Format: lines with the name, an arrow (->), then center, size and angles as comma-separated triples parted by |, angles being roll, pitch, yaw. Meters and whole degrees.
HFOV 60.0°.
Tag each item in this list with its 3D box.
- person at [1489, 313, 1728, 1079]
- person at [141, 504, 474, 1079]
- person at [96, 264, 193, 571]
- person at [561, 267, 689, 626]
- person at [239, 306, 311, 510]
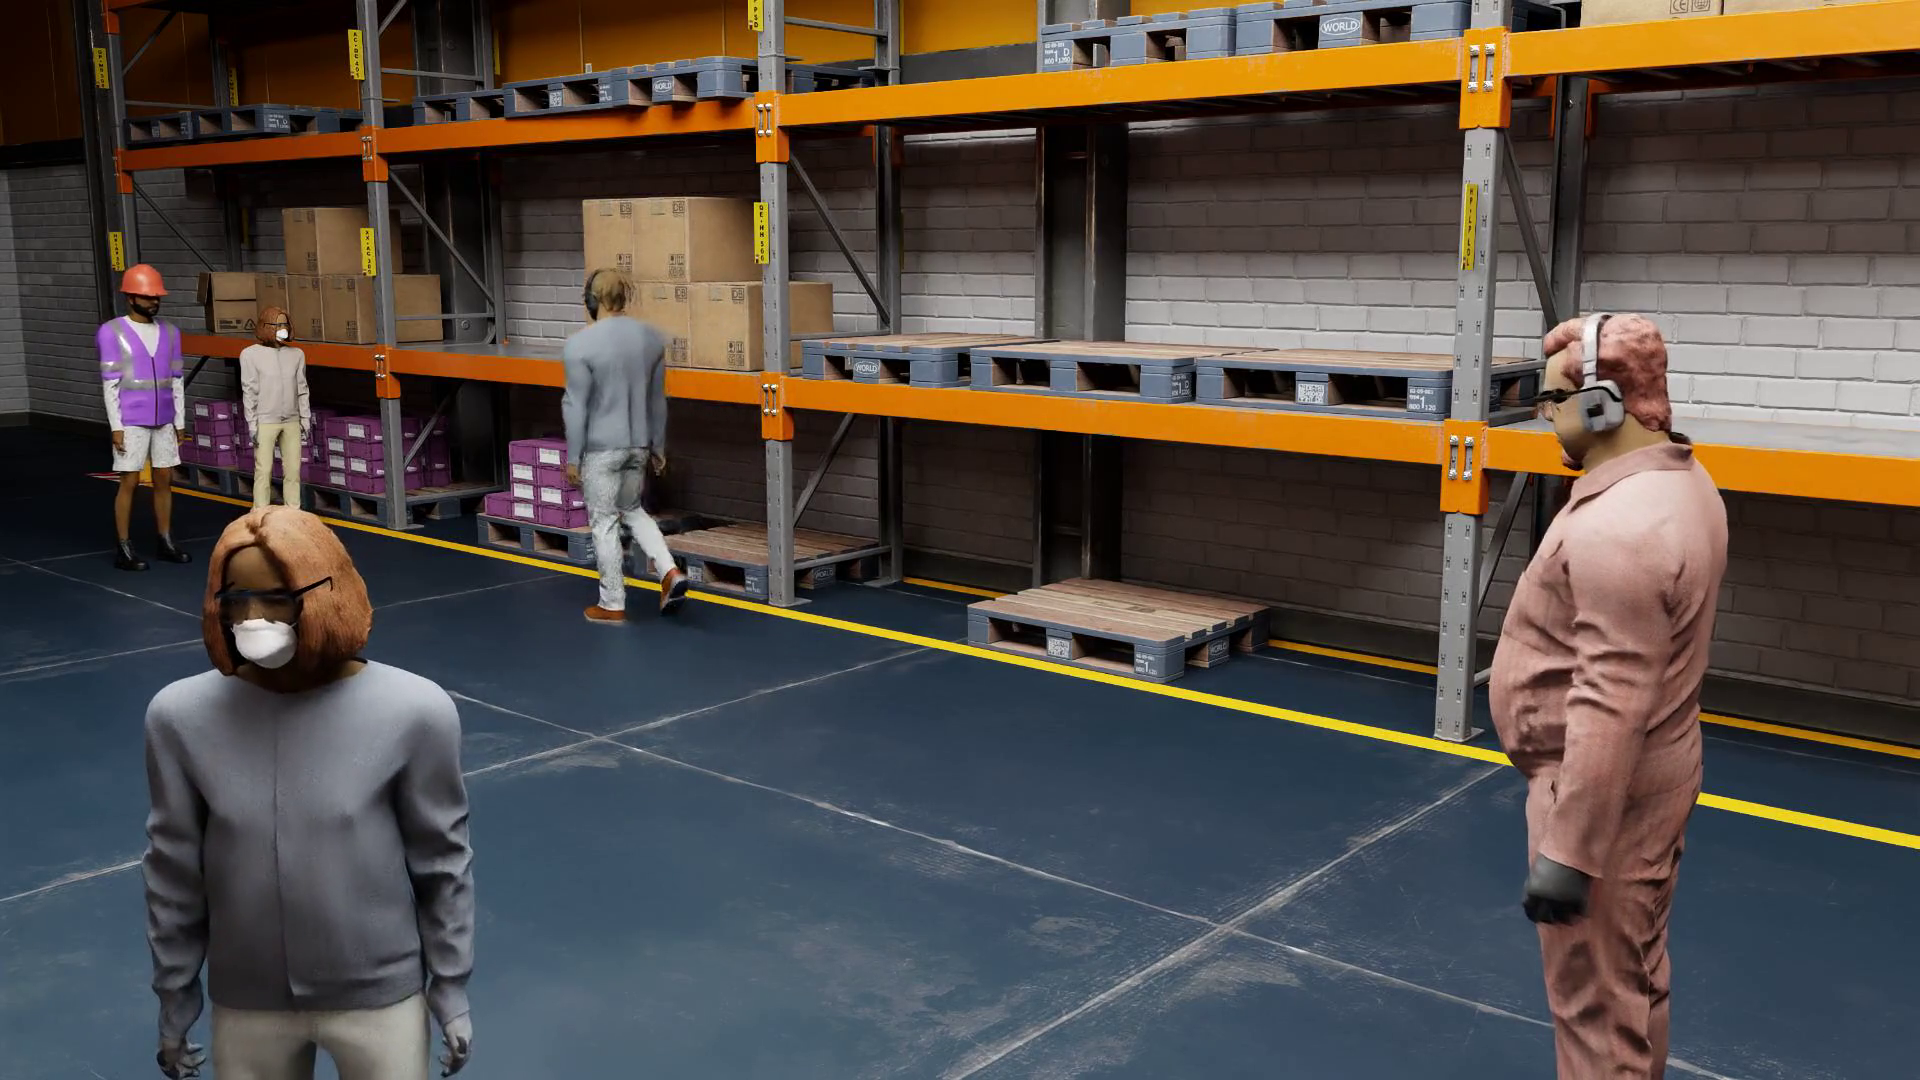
person -> 1.239, 0.512, 3.273 | 0.404, 1.902, 0.636 | 6, 12, 31
person -> -1.039, 0.747, 2.685 | 0.507, 1.631, 0.266 | -1, 10, -5
person -> -5.117, -0.767, 10.499 | 0.416, 1.926, 0.545 | 6, 12, 33
person -> -1.786, -0.476, 8.820 | 0.547, 1.923, 0.637 | 7, 12, 36
person -> -4.718, -0.797, 11.507 | 0.277, 1.628, 0.496 | 7, 12, 35
